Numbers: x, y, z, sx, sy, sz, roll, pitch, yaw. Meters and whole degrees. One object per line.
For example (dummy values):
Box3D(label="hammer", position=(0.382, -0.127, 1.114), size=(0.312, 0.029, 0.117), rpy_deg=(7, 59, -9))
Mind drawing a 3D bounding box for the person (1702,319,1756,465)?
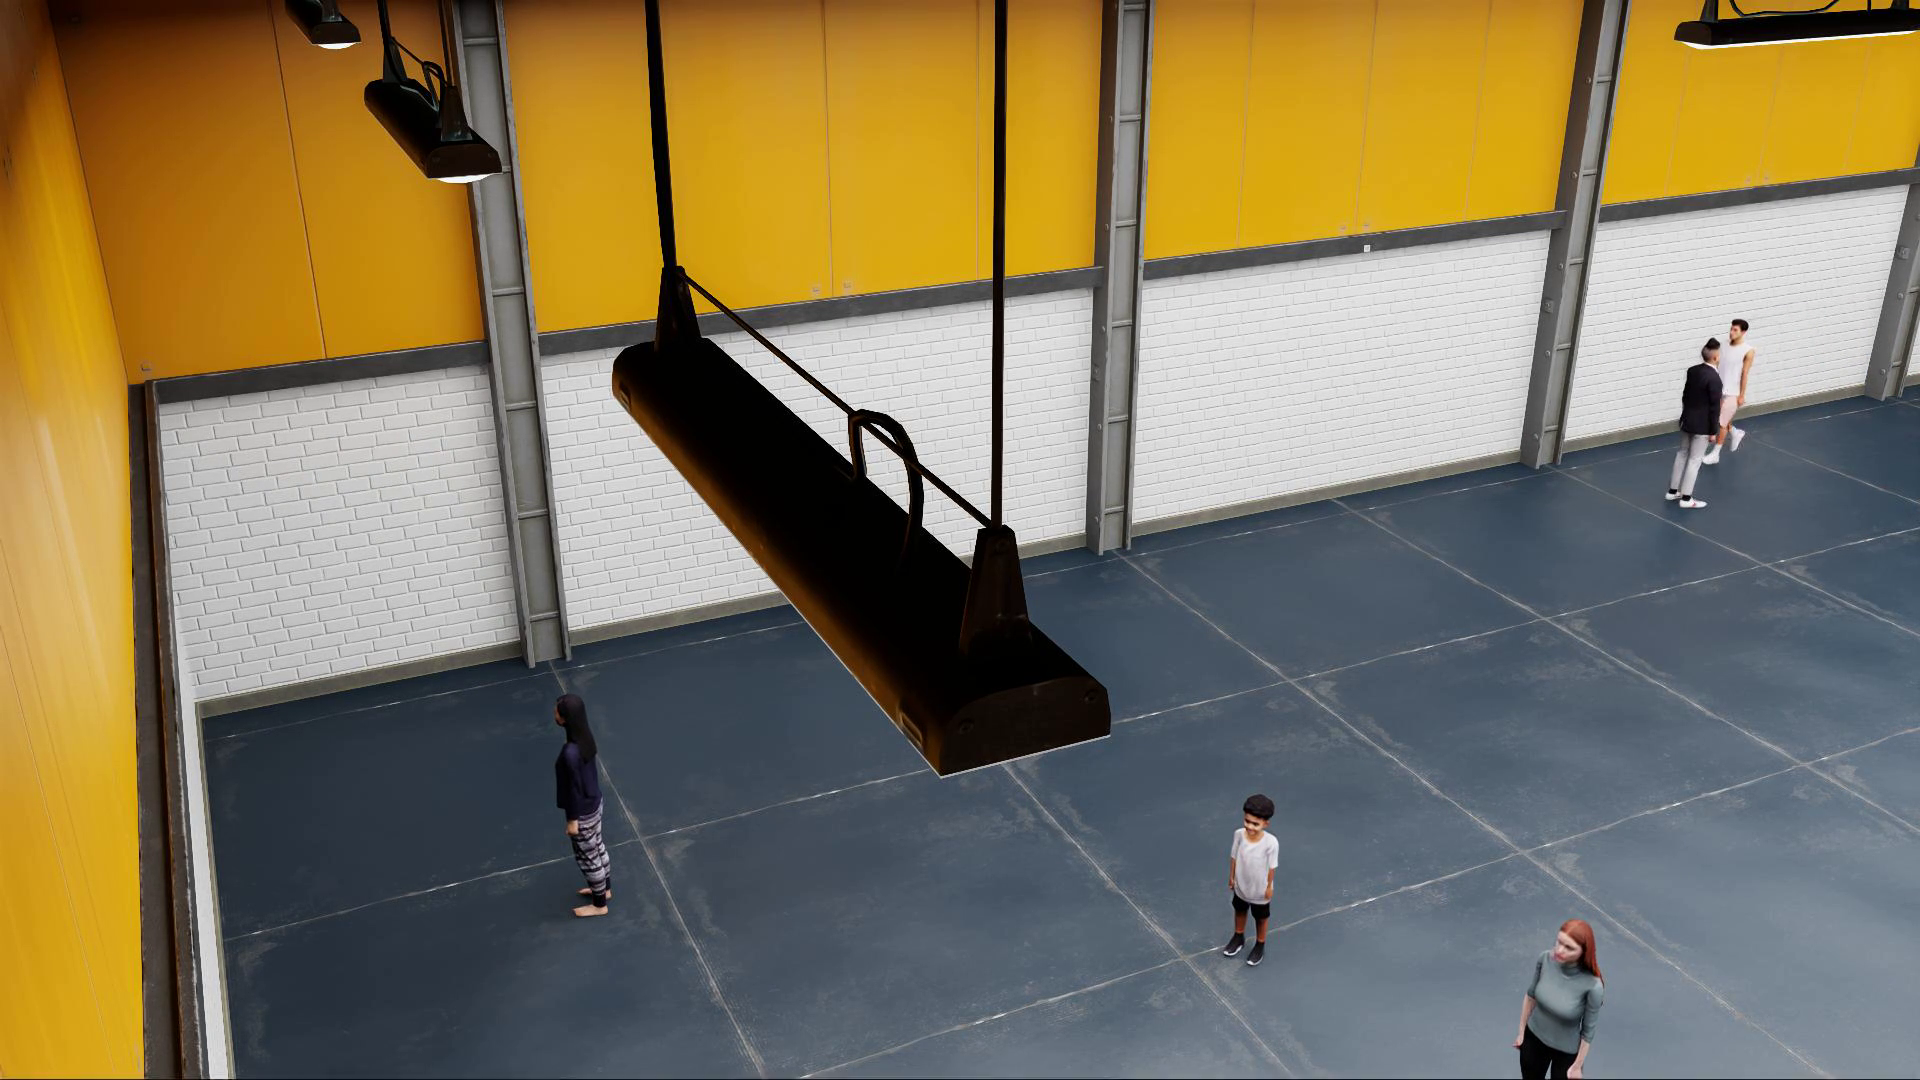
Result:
Box3D(label="person", position=(9.247, -1.783, 19.866), size=(0.985, 1.768, 0.650), rpy_deg=(-10, 26, -22))

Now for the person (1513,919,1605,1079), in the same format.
Box3D(label="person", position=(3.318, 2.850, 9.298), size=(0.601, 1.743, 0.617), rpy_deg=(-16, 29, -33))

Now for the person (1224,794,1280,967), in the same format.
Box3D(label="person", position=(1.986, 2.272, 11.227), size=(0.566, 1.257, 0.611), rpy_deg=(14, 27, 28))

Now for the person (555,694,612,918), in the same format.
Box3D(label="person", position=(-2.631, 1.841, 11.618), size=(0.665, 1.733, 0.680), rpy_deg=(1, 24, 1))

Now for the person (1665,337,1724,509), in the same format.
Box3D(label="person", position=(8.247, -1.336, 18.612), size=(0.657, 1.953, 0.756), rpy_deg=(-5, 24, -12))
